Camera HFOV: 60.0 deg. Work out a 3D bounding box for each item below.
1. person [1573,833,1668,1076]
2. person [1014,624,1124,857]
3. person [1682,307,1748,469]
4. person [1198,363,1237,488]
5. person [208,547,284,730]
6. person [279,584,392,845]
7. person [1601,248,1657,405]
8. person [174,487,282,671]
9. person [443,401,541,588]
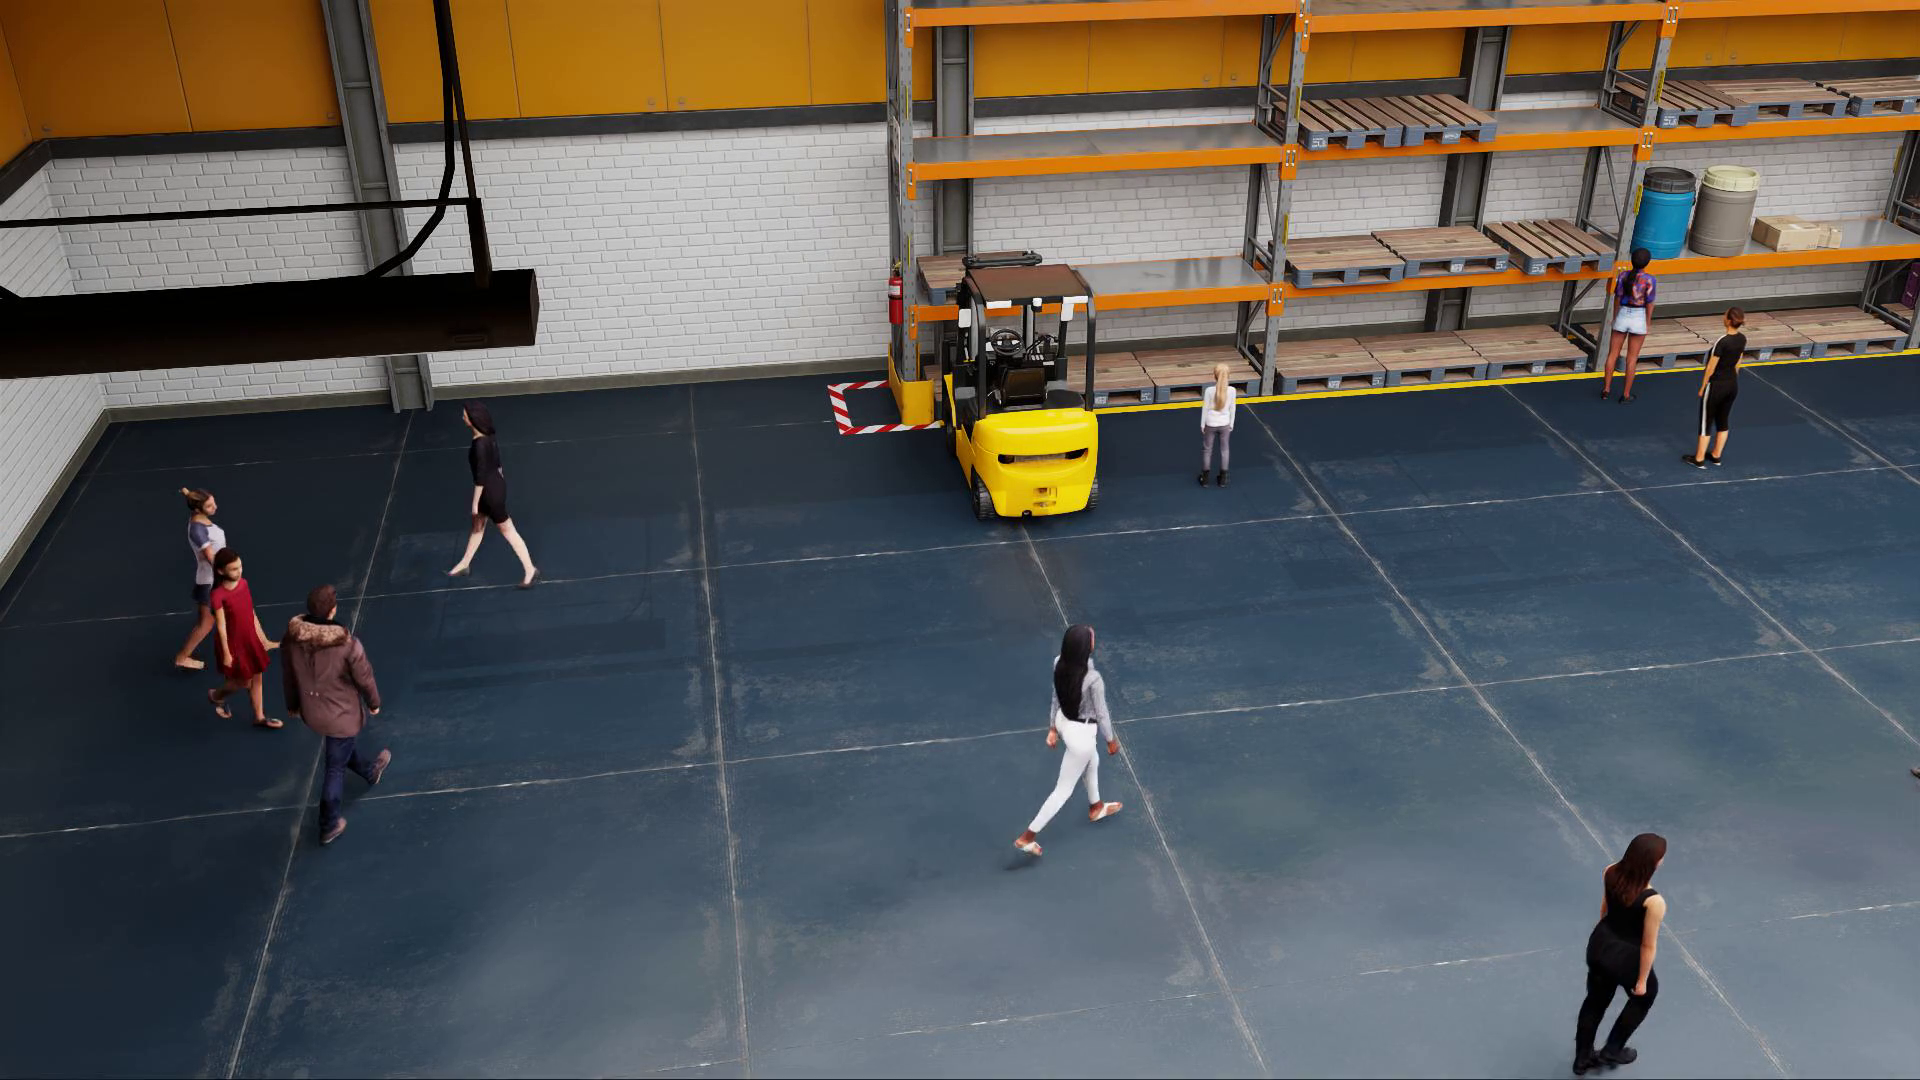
[{"bbox_3d":[3.674,2.385,9.411,0.718,1.679,0.691,-13,31,-23],"label":"person"},{"bbox_3d":[0.717,1.378,11.255,1.282,1.681,0.909,-16,33,-27],"label":"person"},{"bbox_3d":[7.589,-1.527,16.593,0.537,1.669,0.688,-13,31,-23],"label":"person"},{"bbox_3d":[2.515,-1.125,16.266,0.451,1.277,0.557,-2,29,-3],"label":"person"},{"bbox_3d":[-5.508,0.750,12.557,0.891,1.537,0.744,9,30,16],"label":"person"},{"bbox_3d":[-4.359,1.230,11.412,1.267,1.791,1.168,7,29,12],"label":"person"},{"bbox_3d":[7.243,-2.331,17.992,0.664,1.741,0.710,21,35,33],"label":"person"},{"bbox_3d":[-6.029,0.348,13.246,1.095,1.583,0.637,-9,30,-16],"label":"person"},{"bbox_3d":[-3.935,-0.344,14.325,1.086,1.765,0.671,-3,29,-6],"label":"person"}]
